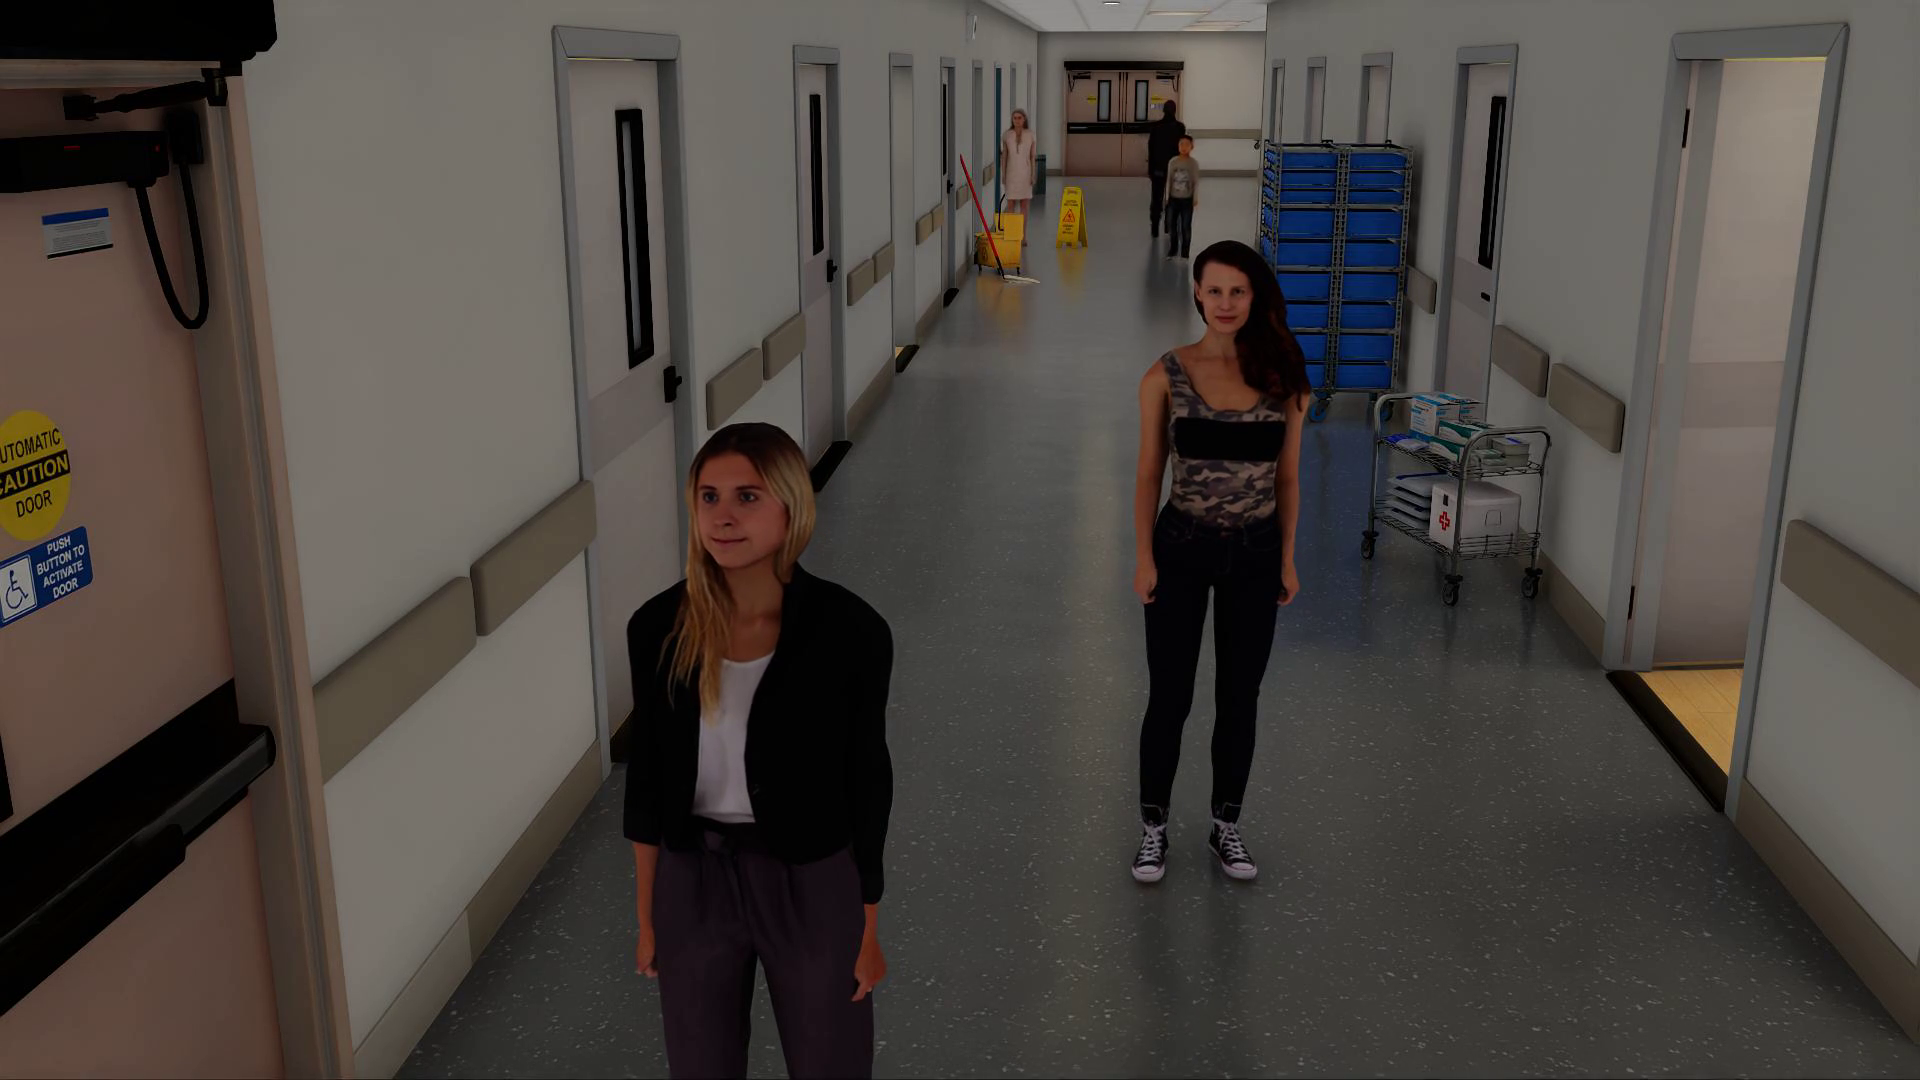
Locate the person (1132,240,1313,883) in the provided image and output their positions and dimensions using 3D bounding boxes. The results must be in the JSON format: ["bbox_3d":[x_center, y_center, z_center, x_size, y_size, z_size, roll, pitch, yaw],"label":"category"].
[{"bbox_3d":[0.687,0.076,4.506,0.630,1.769,0.576,0,16,-1],"label":"person"}]

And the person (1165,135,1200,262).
[{"bbox_3d":[2.649,-4.044,19.702,0.627,1.452,0.634,6,17,20],"label":"person"}]

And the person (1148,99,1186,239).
[{"bbox_3d":[2.760,-5.006,22.445,0.855,1.816,1.264,4,16,15],"label":"person"}]

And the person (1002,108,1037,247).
[{"bbox_3d":[0.749,-4.659,21.363,0.603,1.734,0.554,0,16,2],"label":"person"}]

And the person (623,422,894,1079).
[{"bbox_3d":[-0.321,0.623,2.744,0.593,1.672,0.517,2,16,7],"label":"person"}]
